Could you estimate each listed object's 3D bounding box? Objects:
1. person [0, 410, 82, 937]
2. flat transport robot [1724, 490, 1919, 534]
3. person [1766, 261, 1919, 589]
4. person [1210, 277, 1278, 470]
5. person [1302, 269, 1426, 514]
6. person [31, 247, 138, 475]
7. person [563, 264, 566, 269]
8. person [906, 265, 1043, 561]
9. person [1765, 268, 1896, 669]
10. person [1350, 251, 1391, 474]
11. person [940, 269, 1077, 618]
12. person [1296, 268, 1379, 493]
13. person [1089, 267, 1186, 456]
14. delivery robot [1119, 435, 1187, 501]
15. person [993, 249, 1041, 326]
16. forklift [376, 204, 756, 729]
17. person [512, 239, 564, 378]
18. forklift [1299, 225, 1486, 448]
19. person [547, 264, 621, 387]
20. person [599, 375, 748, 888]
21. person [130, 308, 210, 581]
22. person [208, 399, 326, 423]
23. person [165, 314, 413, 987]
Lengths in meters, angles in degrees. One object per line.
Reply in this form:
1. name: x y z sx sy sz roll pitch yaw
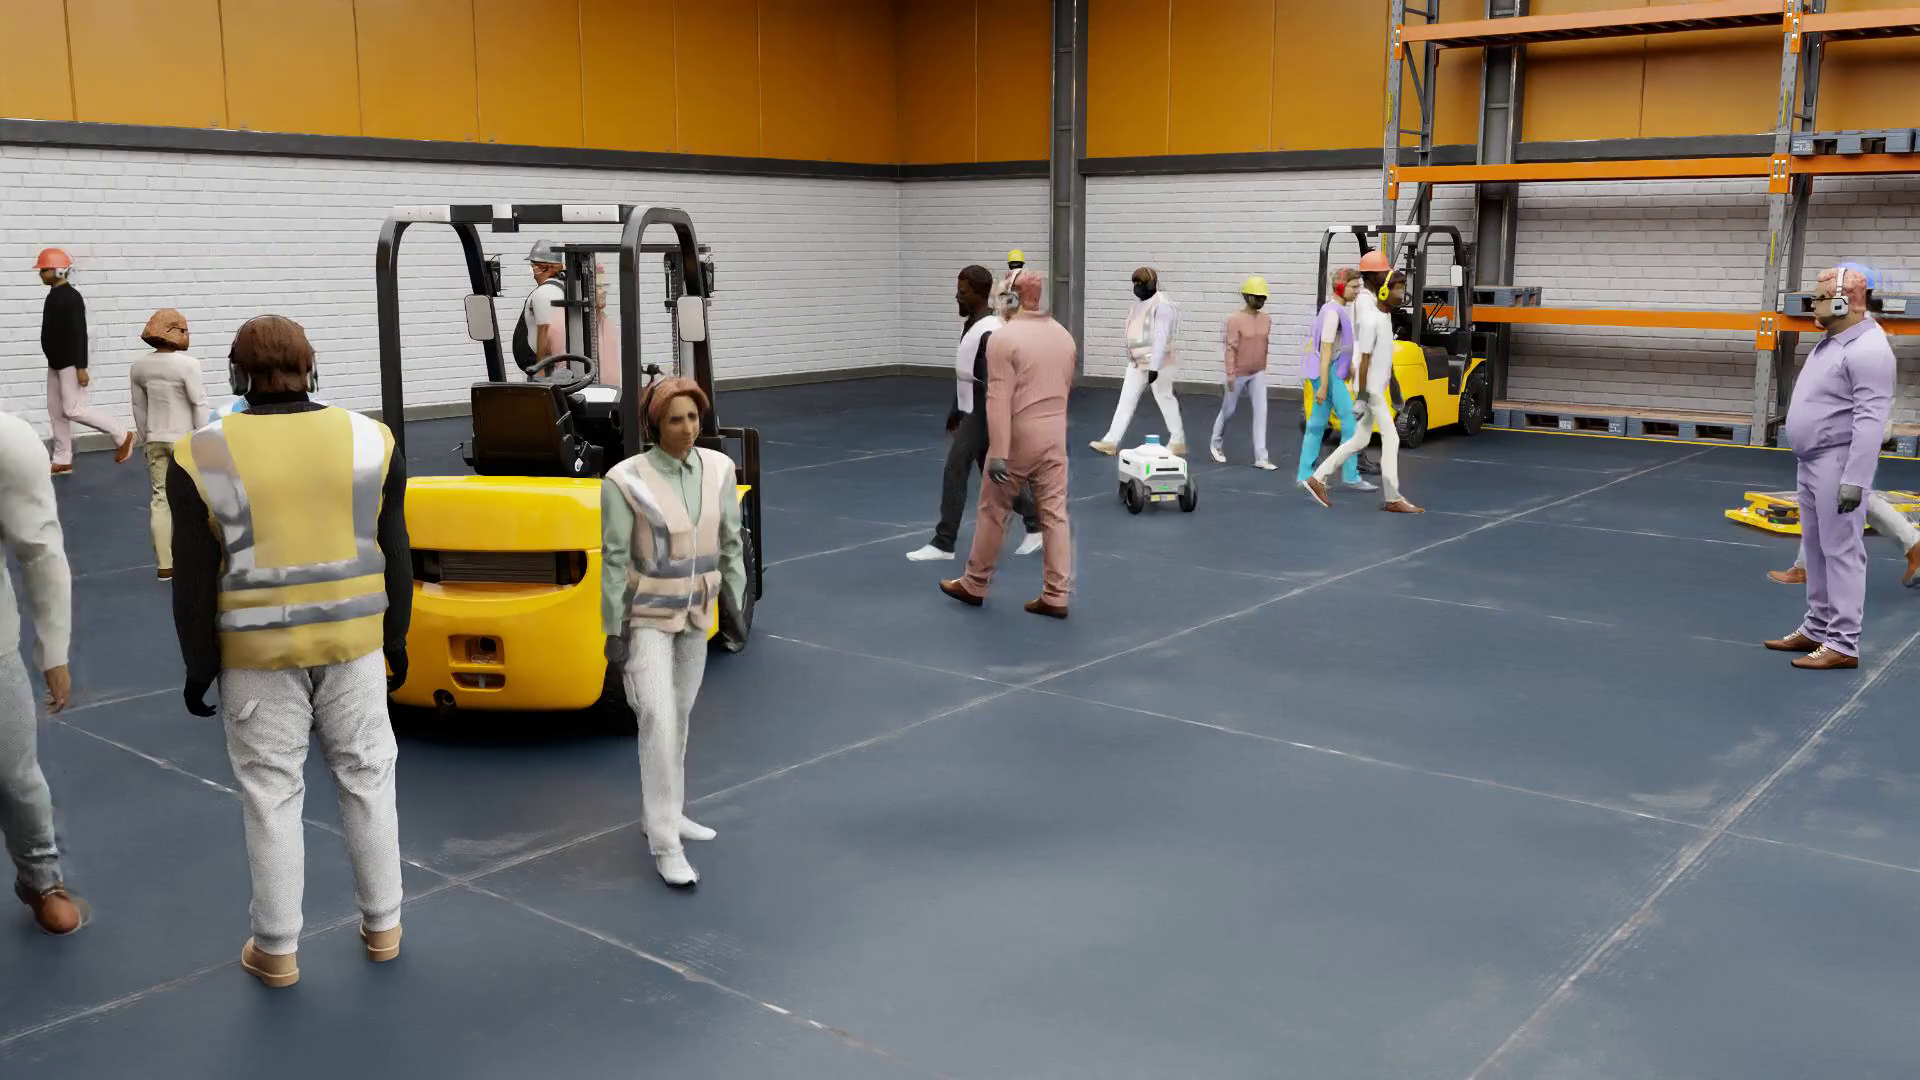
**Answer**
1. person: -2.751 0.288 4.559 0.657 1.914 0.801 -3 11 -16
2. flat transport robot: 6.262 -0.207 11.750 1.431 0.197 0.652 -1 10 -6
3. person: 5.218 -0.634 9.581 0.823 1.920 0.617 8 13 36
4. person: 2.554 -1.515 15.002 0.541 1.717 0.889 -5 11 -26
5. person: 3.045 -1.116 12.501 0.859 1.836 0.512 3 11 17
6. person: -7.705 -1.553 14.494 0.741 1.974 0.621 -10 14 -44
7. person: -3.606 -1.563 14.966 0.403 1.826 0.589 2 10 11
8. person: 0.162 -0.805 10.594 0.951 1.887 0.587 -1 10 -4
9. person: 4.145 -0.336 7.943 0.401 1.904 0.649 2 10 9
10. person: 3.580 -1.550 14.573 0.360 1.939 0.543 2 10 9
11. person: 0.272 -0.532 9.101 0.679 1.869 0.904 -9 14 -42
12. person: 3.102 -1.277 13.411 0.785 1.805 0.554 1 10 8
13. person: 1.738 -1.663 15.641 0.987 1.780 0.636 -5 11 -25
14. delivery robot: 1.456 -0.551 12.611 0.477 0.478 0.707 -2 11 -12
15. person: 0.681 -2.542 20.118 0.585 1.921 0.383 -2 10 -11
16. forklift: -1.766 -0.406 7.525 1.214 2.155 2.313 1 10 7
17. person: -3.486 -1.497 13.991 0.537 2.000 0.682 1 10 4
18. forklift: 4.449 -2.115 16.993 1.214 2.155 2.313 8 13 38
19. person: -2.289 -0.834 10.758 0.884 1.873 0.679 4 11 20
20. person: -0.924 0.276 5.378 0.560 1.610 0.525 9 13 40
21. person: -4.678 -0.559 9.926 0.497 1.633 0.279 3 11 15
22. person: -2.792 -0.018 6.830 0.551 1.653 0.829 -3 11 -14
23. person: -1.821 0.304 4.579 0.621 1.840 0.429 -7 12 -33
